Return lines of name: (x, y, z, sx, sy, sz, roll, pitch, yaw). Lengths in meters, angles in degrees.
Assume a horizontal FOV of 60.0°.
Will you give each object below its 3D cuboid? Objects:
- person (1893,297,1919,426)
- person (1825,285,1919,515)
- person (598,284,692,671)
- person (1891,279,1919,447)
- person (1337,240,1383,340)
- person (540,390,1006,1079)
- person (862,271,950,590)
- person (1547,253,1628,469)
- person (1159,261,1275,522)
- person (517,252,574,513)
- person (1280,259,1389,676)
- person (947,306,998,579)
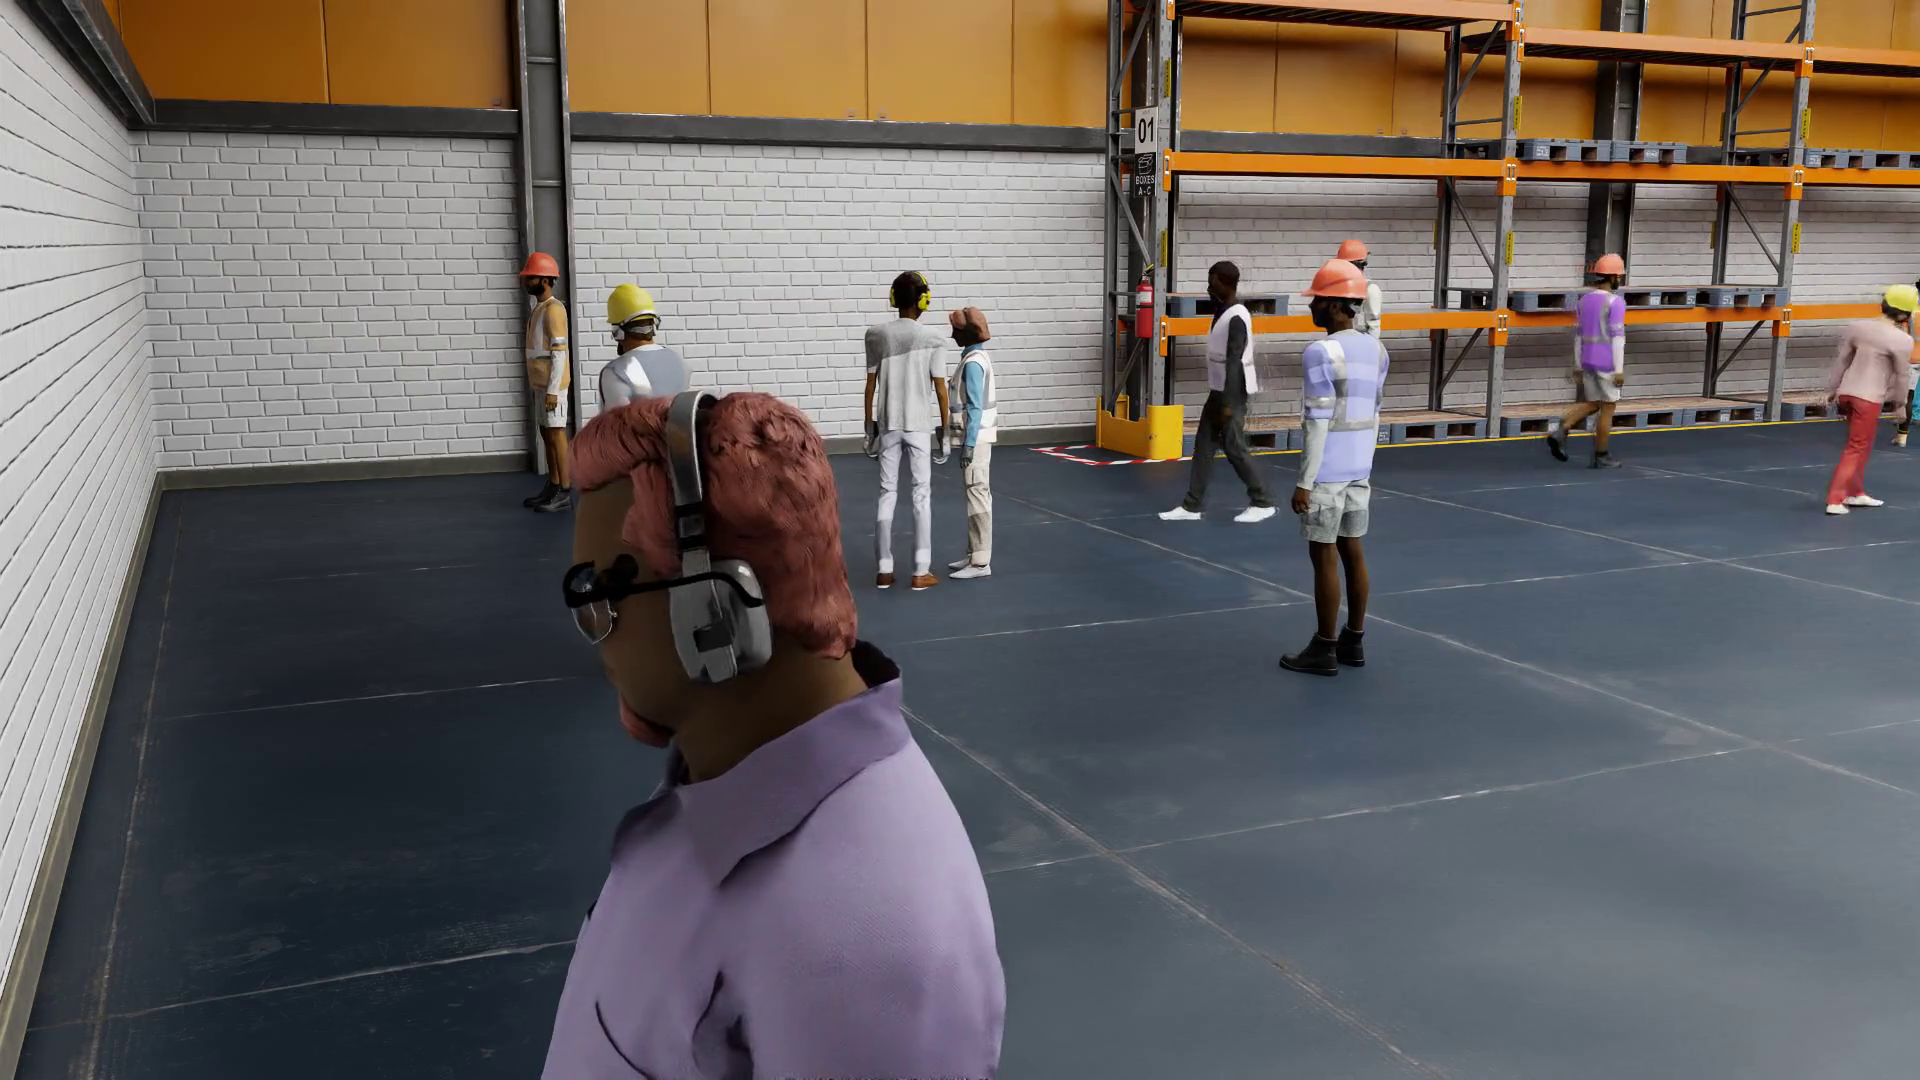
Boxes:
person: (10.576, -2.134, 18.108, 0.390, 1.840, 0.565, -4, 11, -21)
person: (6.743, -1.023, 12.283, 0.652, 1.710, 0.597, -2, 10, -13)
person: (-1.488, -0.275, 7.786, 0.404, 1.828, 0.591, 5, 11, 25)
person: (9.486, -1.759, 16.414, 0.531, 1.697, 0.320, 3, 11, 17)
person: (3.510, -1.661, 14.925, 0.394, 2.038, 0.605, -3, 11, -18)
person: (-0.193, 0.813, 1.523, 0.405, 1.903, 0.636, -2, 10, -13)
person: (-0.314, -0.630, 9.693, 0.528, 1.856, 0.340, 2, 10, 12)
person: (5.624, -1.569, 14.741, 0.622, 1.921, 0.550, -3, 11, -16)
person: (1.903, -1.055, 11.971, 0.822, 1.891, 0.609, -1, 10, -4)
person: (-3.116, -1.180, 12.508, 0.353, 1.942, 0.545, -5, 11, -27)
person: (1.744, -0.334, 7.801, 0.552, 1.939, 0.355, -9, 14, -42)
person: (0.075, -0.584, 10.030, 0.309, 1.640, 0.512, 0, 10, 1)
